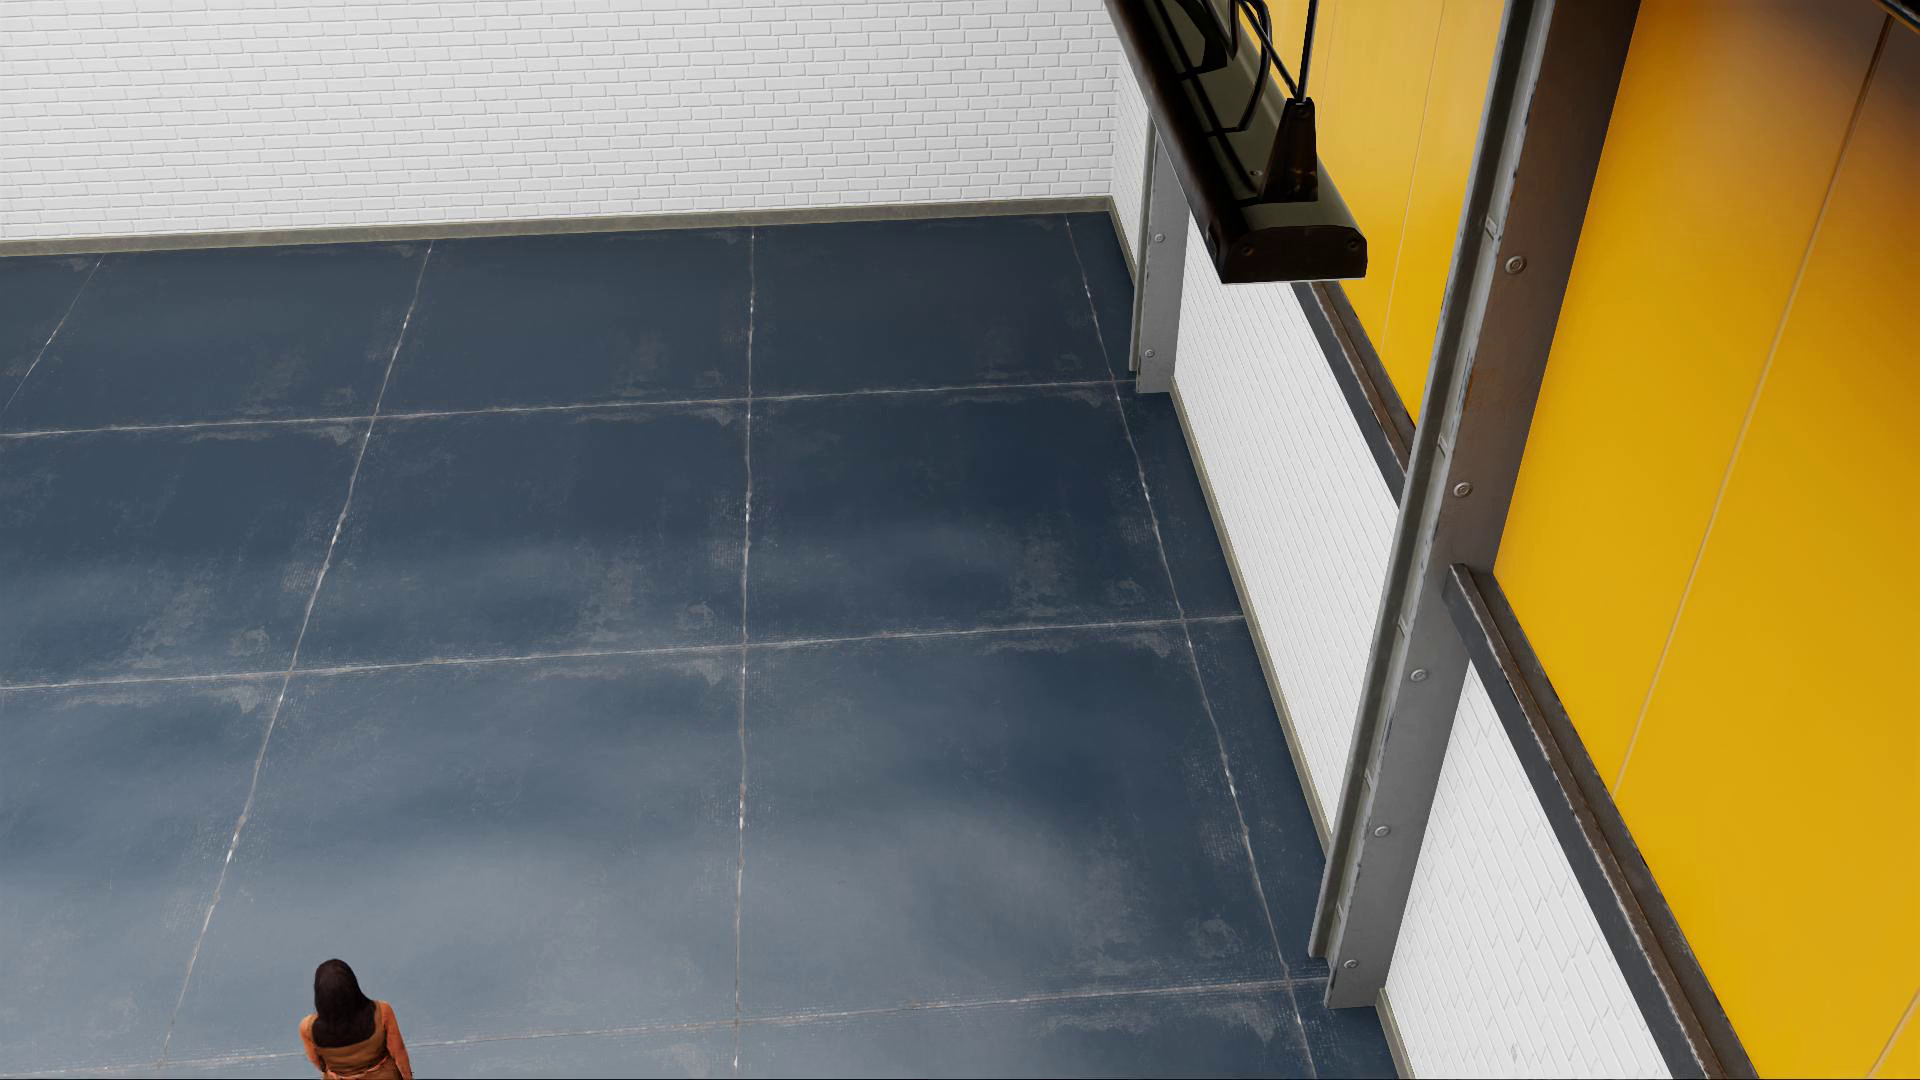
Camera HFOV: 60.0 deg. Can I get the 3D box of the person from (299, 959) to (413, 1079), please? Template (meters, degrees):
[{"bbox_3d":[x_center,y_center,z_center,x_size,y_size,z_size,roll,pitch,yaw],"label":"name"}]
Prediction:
[{"bbox_3d":[-2.690,2.576,7.574,0.833,1.641,1.160,-16,41,-19],"label":"person"}]
